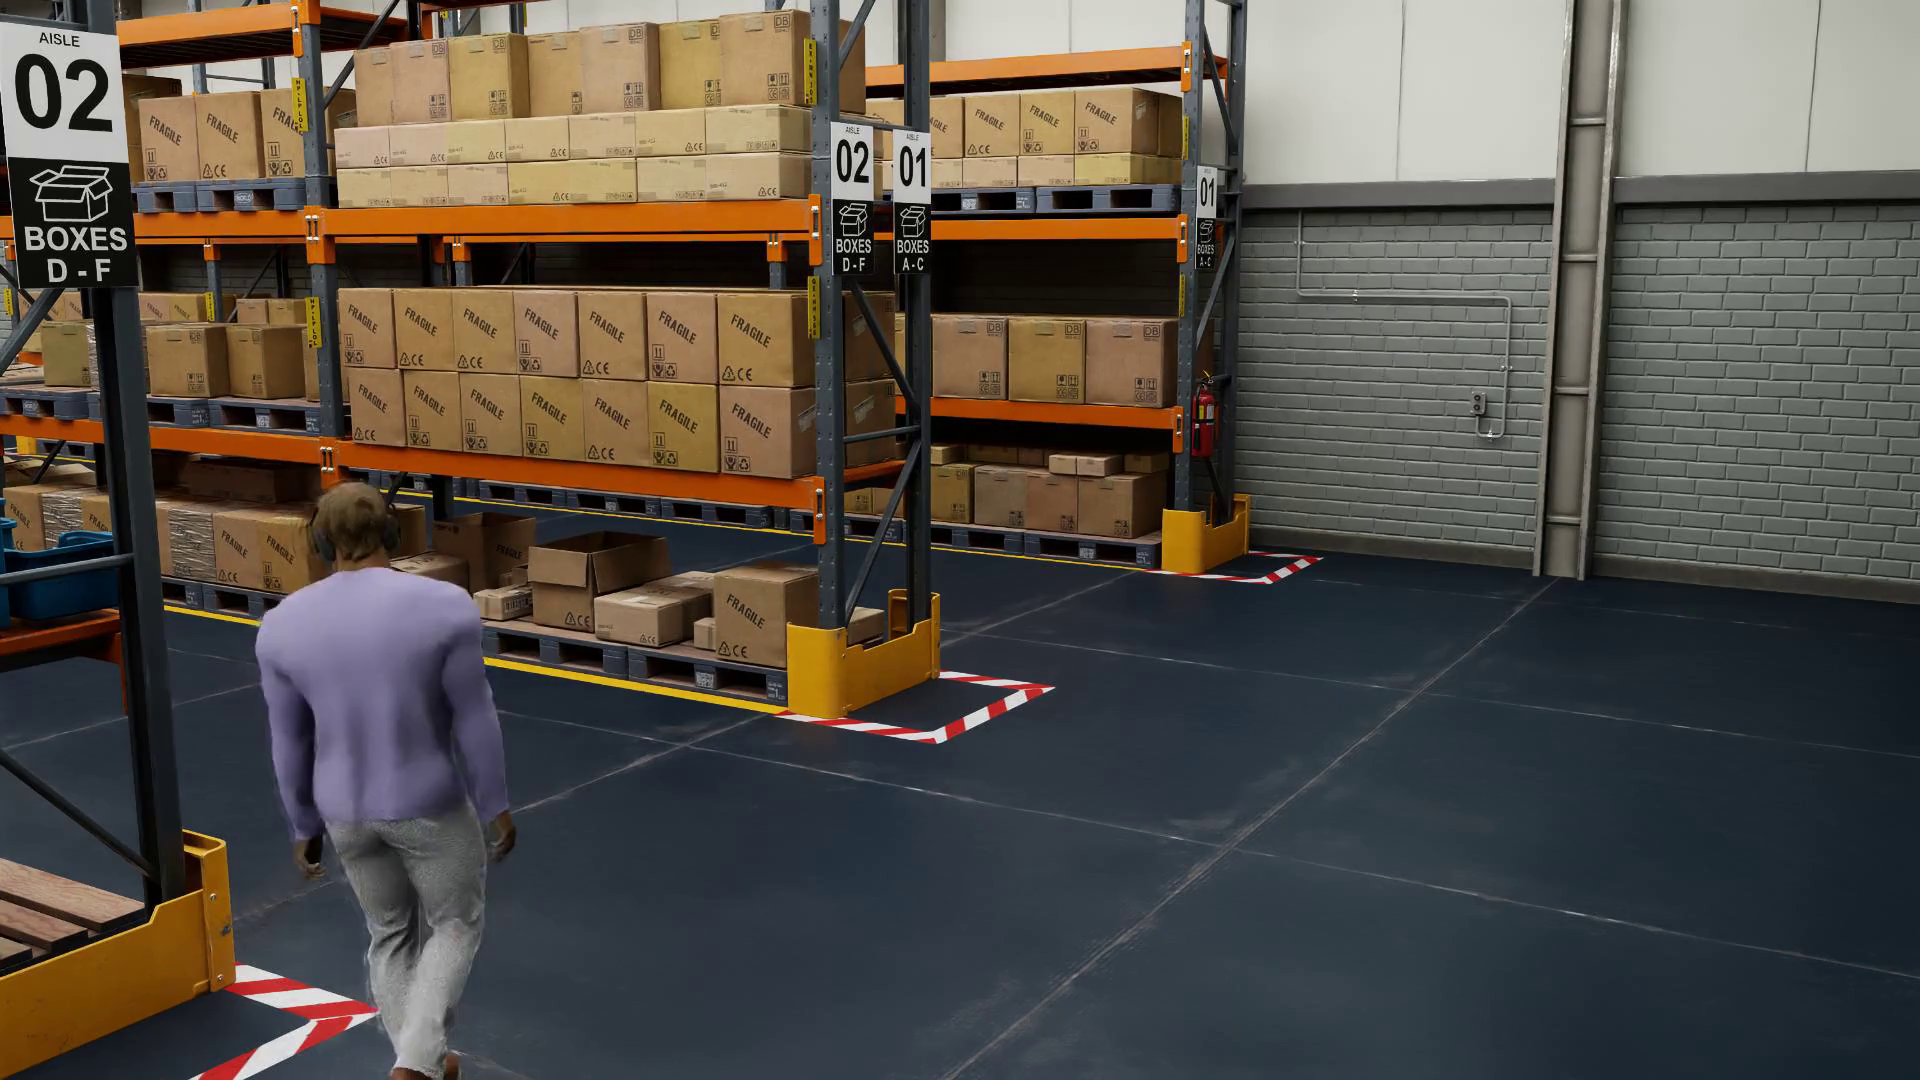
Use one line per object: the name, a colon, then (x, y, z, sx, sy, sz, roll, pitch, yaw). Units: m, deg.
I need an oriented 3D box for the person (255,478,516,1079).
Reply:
person: (-1.628, 0.787, 4.706, 0.678, 1.911, 0.574, 0, 10, -1)
